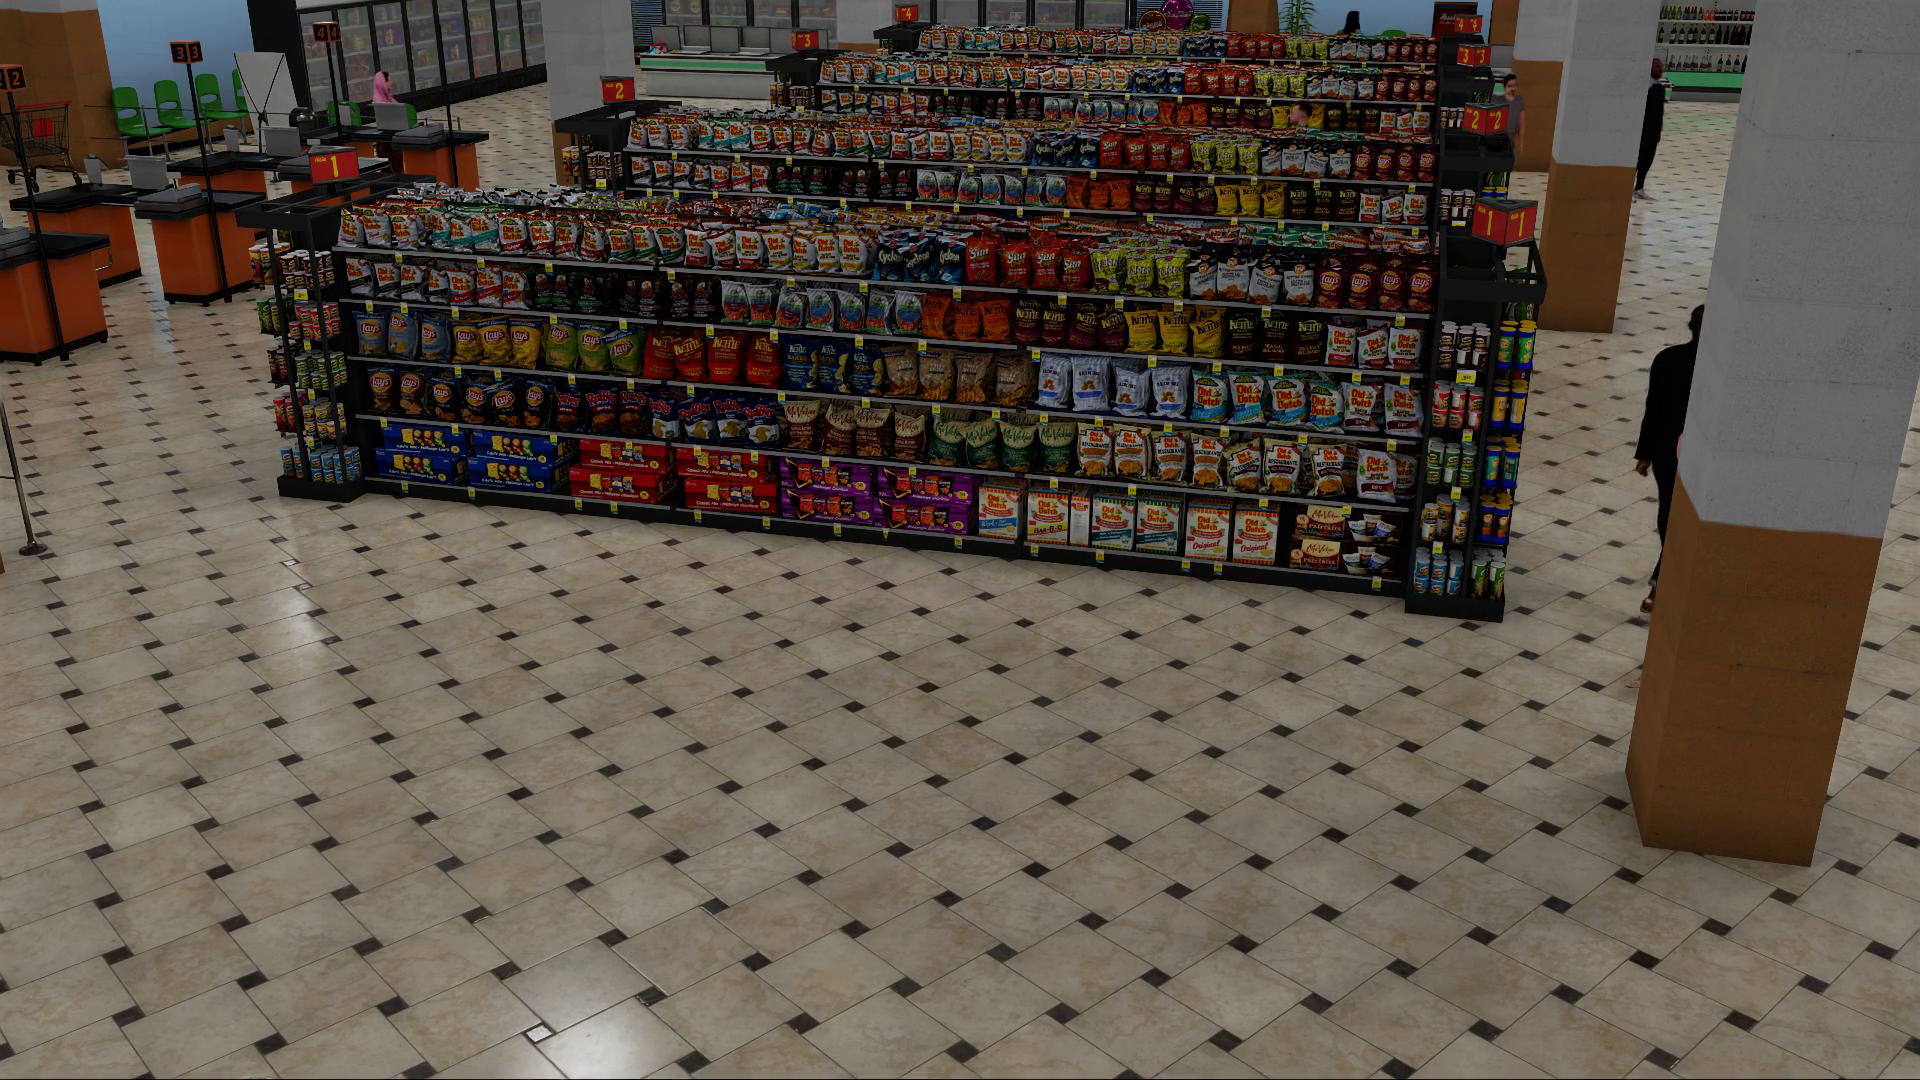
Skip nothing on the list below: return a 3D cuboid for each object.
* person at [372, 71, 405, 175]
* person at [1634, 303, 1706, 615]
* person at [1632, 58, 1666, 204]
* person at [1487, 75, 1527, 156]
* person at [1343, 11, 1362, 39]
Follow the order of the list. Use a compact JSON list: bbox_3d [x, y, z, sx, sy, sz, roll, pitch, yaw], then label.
[{"bbox_3d":[-7.591,-5.374,22.046,0.663,1.637,0.716,1,22,3],"label":"person"},{"bbox_3d":[4.137,-0.418,9.542,1.274,1.764,1.117,17,28,36],"label":"person"},{"bbox_3d":[9.006,-5.394,21.841,0.722,1.828,0.784,-12,25,-27],"label":"person"},{"bbox_3d":[6.810,-4.990,21.016,1.122,1.692,1.089,-8,23,-19],"label":"person"},{"bbox_3d":[7.101,-8.742,30.297,0.732,1.735,0.676,-12,25,-27],"label":"person"}]
